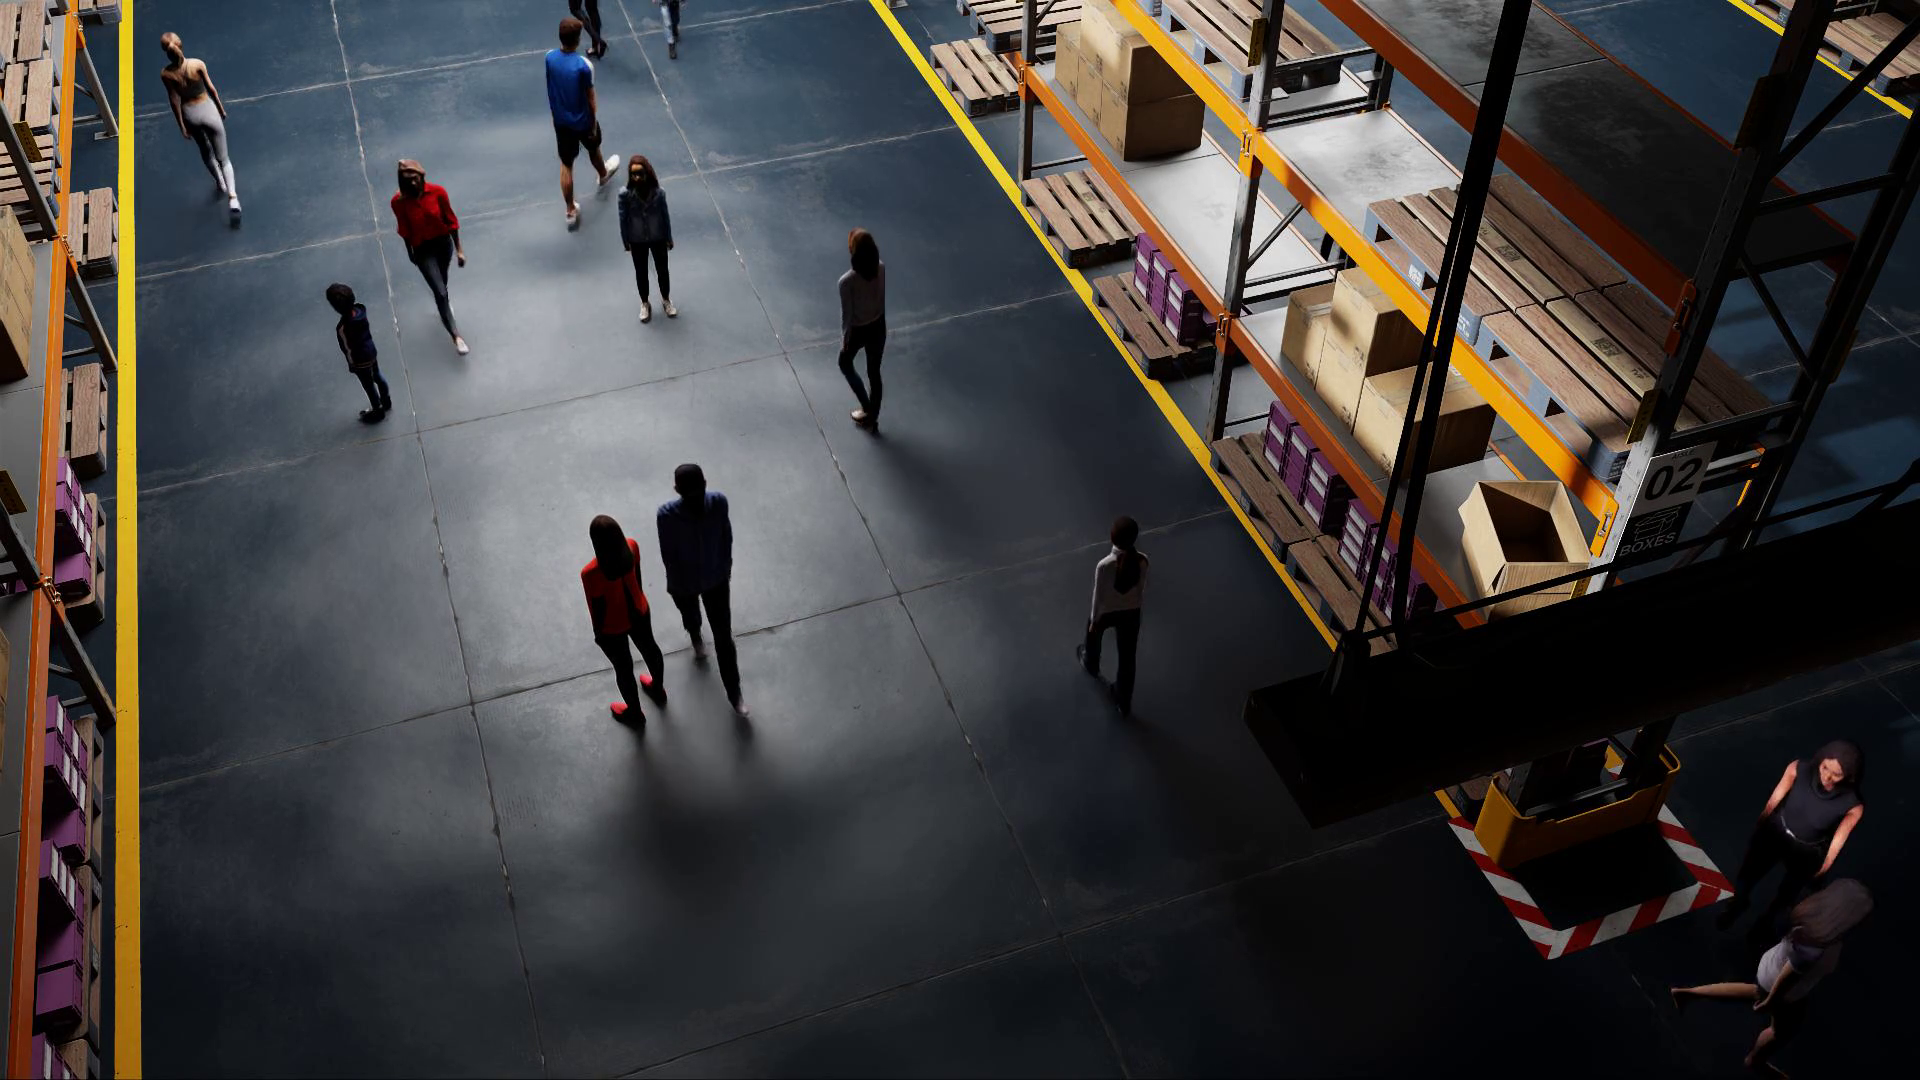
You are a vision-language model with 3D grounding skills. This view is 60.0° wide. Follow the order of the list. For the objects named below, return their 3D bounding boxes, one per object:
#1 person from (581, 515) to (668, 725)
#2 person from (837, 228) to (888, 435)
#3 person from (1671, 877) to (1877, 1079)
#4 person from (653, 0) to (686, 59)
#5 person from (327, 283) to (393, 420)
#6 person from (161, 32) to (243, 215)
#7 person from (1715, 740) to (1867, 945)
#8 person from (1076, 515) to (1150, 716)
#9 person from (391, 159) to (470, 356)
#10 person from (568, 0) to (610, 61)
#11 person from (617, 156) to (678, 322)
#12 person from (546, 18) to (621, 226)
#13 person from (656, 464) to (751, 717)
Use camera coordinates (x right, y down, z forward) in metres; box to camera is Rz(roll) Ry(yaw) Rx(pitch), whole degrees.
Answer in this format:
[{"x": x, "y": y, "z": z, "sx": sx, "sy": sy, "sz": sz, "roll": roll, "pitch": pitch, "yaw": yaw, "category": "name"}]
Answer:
[{"x": -2.122, "y": 0.490, "z": 10.480, "sx": 0.705, "sy": 1.693, "sz": 0.678, "roll": 27, "pitch": 50, "yaw": 25, "category": "person"}, {"x": -0.666, "y": -1.522, "z": 12.522, "sx": 0.694, "sy": 1.790, "sz": 0.692, "roll": -30, "pitch": 51, "yaw": -28, "category": "person"}, {"x": 4.216, "y": 2.244, "z": 8.645, "sx": 1.031, "sy": 1.684, "sz": 0.938, "roll": 21, "pitch": 48, "yaw": 21, "category": "person"}, {"x": -3.047, "y": -5.667, "z": 17.315, "sx": 0.506, "sy": 1.181, "sz": 0.790, "roll": -11, "pitch": 45, "yaw": -12, "category": "person"}, {"x": -4.642, "y": -1.470, "z": 12.878, "sx": 0.650, "sy": 1.224, "sz": 0.558, "roll": 9, "pitch": 44, "yaw": 9, "category": "person"}, {"x": -6.770, "y": -3.712, "z": 14.906, "sx": 0.561, "sy": 1.672, "sz": 1.094, "roll": -15, "pitch": 46, "yaw": -15, "category": "person"}, {"x": 4.680, "y": 1.641, "z": 9.248, "sx": 0.699, "sy": 1.727, "sz": 0.776, "roll": 31, "pitch": 52, "yaw": 29, "category": "person"}, {"x": 1.025, "y": 0.527, "z": 10.557, "sx": 0.607, "sy": 1.533, "sz": 0.866, "roll": -10, "pitch": 44, "yaw": -10, "category": "person"}, {"x": -4.300, "y": -2.402, "z": 13.552, "sx": 0.752, "sy": 1.643, "sz": 1.200, "roll": -21, "pitch": 48, "yaw": -21, "category": "person"}, {"x": -3.757, "y": -5.671, "z": 16.907, "sx": 0.848, "sy": 1.749, "sz": 0.773, "roll": 29, "pitch": 51, "yaw": 27, "category": "person"}, {"x": -2.589, "y": -2.513, "z": 13.789, "sx": 0.584, "sy": 1.477, "sz": 0.526, "roll": -9, "pitch": 44, "yaw": -9, "category": "person"}, {"x": -3.468, "y": -3.670, "z": 14.768, "sx": 1.096, "sy": 1.801, "sz": 1.325, "roll": 6, "pitch": 44, "yaw": 6, "category": "person"}, {"x": -1.715, "y": 0.189, "z": 10.688, "sx": 0.642, "sy": 1.842, "sz": 1.136, "roll": -14, "pitch": 45, "yaw": -14, "category": "person"}]
